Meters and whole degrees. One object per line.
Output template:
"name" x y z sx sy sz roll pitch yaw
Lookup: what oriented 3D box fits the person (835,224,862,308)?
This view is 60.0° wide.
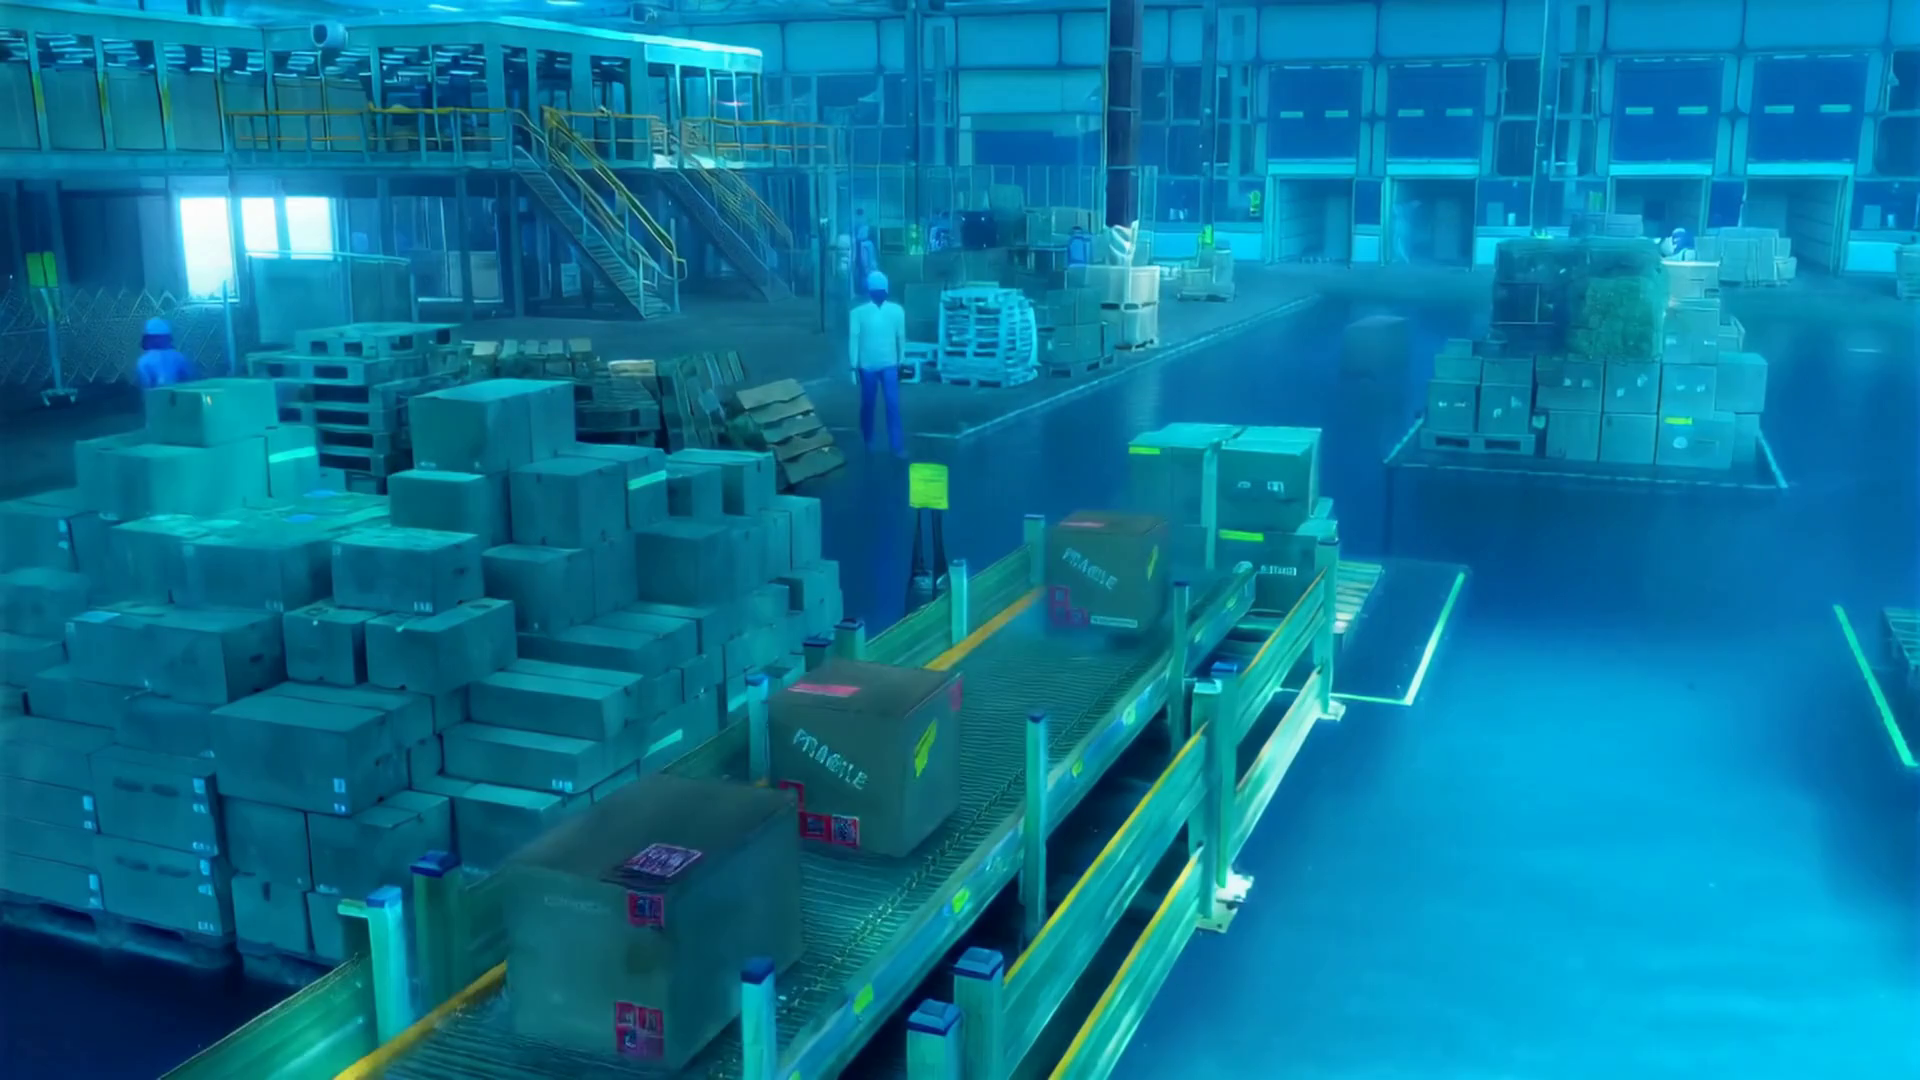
"person" -2.463 -6.051 36.686 0.590 1.838 0.982 4 13 17

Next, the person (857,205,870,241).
"person" -3.245 -10.287 55.703 0.443 1.826 0.634 3 13 13

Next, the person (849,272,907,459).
"person" -0.850 -1.832 17.522 0.652 1.938 1.019 -3 13 -14

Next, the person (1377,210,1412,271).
"person" 13.141 -9.010 50.005 0.987 1.834 0.532 4 13 16

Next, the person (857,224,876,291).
"person" -1.899 -5.465 33.904 0.397 1.911 0.587 1 13 3

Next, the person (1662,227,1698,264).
"person" 12.304 -4.376 28.714 0.537 2.000 0.678 -7 14 -27

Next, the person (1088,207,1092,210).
"person" 3.746 -8.620 47.956 0.400 1.949 0.605 -7 14 -28

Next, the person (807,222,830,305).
"person" -3.170 -6.196 37.317 0.519 1.844 0.330 4 13 19

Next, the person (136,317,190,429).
"person" -7.142 -1.131 14.878 0.815 1.716 0.501 9 16 36

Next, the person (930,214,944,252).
"person" -0.588 -7.329 42.307 0.355 1.887 0.574 -5 14 -21

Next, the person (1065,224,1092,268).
"person" 2.381 -5.427 33.678 0.543 1.932 0.365 -2 13 -10
